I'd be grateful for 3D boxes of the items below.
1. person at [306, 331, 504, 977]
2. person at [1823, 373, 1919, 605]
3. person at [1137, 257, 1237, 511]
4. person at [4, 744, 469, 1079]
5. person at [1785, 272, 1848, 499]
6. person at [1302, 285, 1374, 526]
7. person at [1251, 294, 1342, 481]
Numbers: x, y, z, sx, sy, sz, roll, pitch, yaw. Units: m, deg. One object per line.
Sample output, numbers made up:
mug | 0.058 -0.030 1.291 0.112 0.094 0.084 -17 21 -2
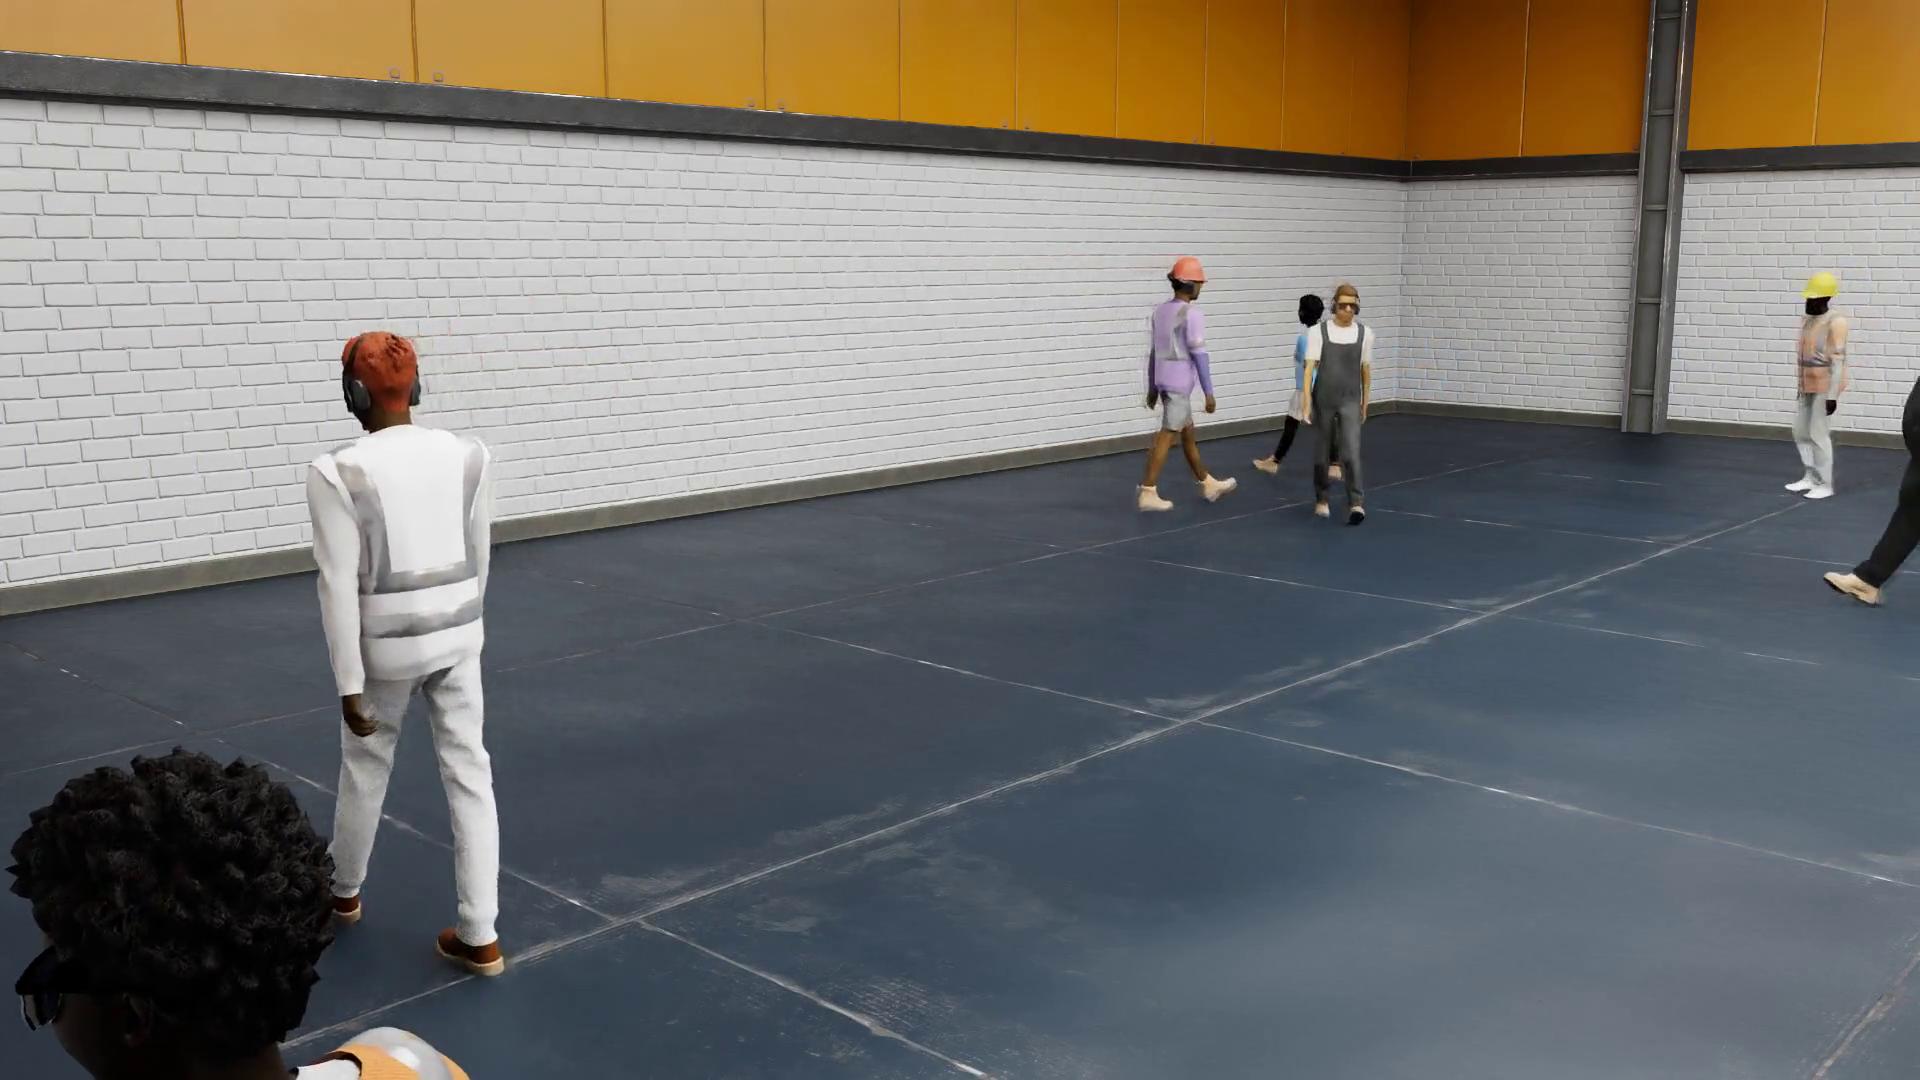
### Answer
person | -1.660 0.310 4.904 0.583 1.833 0.971 -9 14 -43
person | 5.556 -0.580 9.384 1.012 2.000 0.684 1 10 5
person | 1.827 -1.230 13.226 1.030 1.990 0.638 -4 11 -21
person | -0.564 0.999 1.389 0.317 1.693 0.535 3 10 15
person | 7.090 -1.269 13.764 0.508 1.890 0.620 0 10 -2
person | 2.852 -1.017 12.568 0.536 1.793 0.967 1 10 6
person | 3.078 -1.369 14.960 0.857 1.658 0.542 7 12 36
